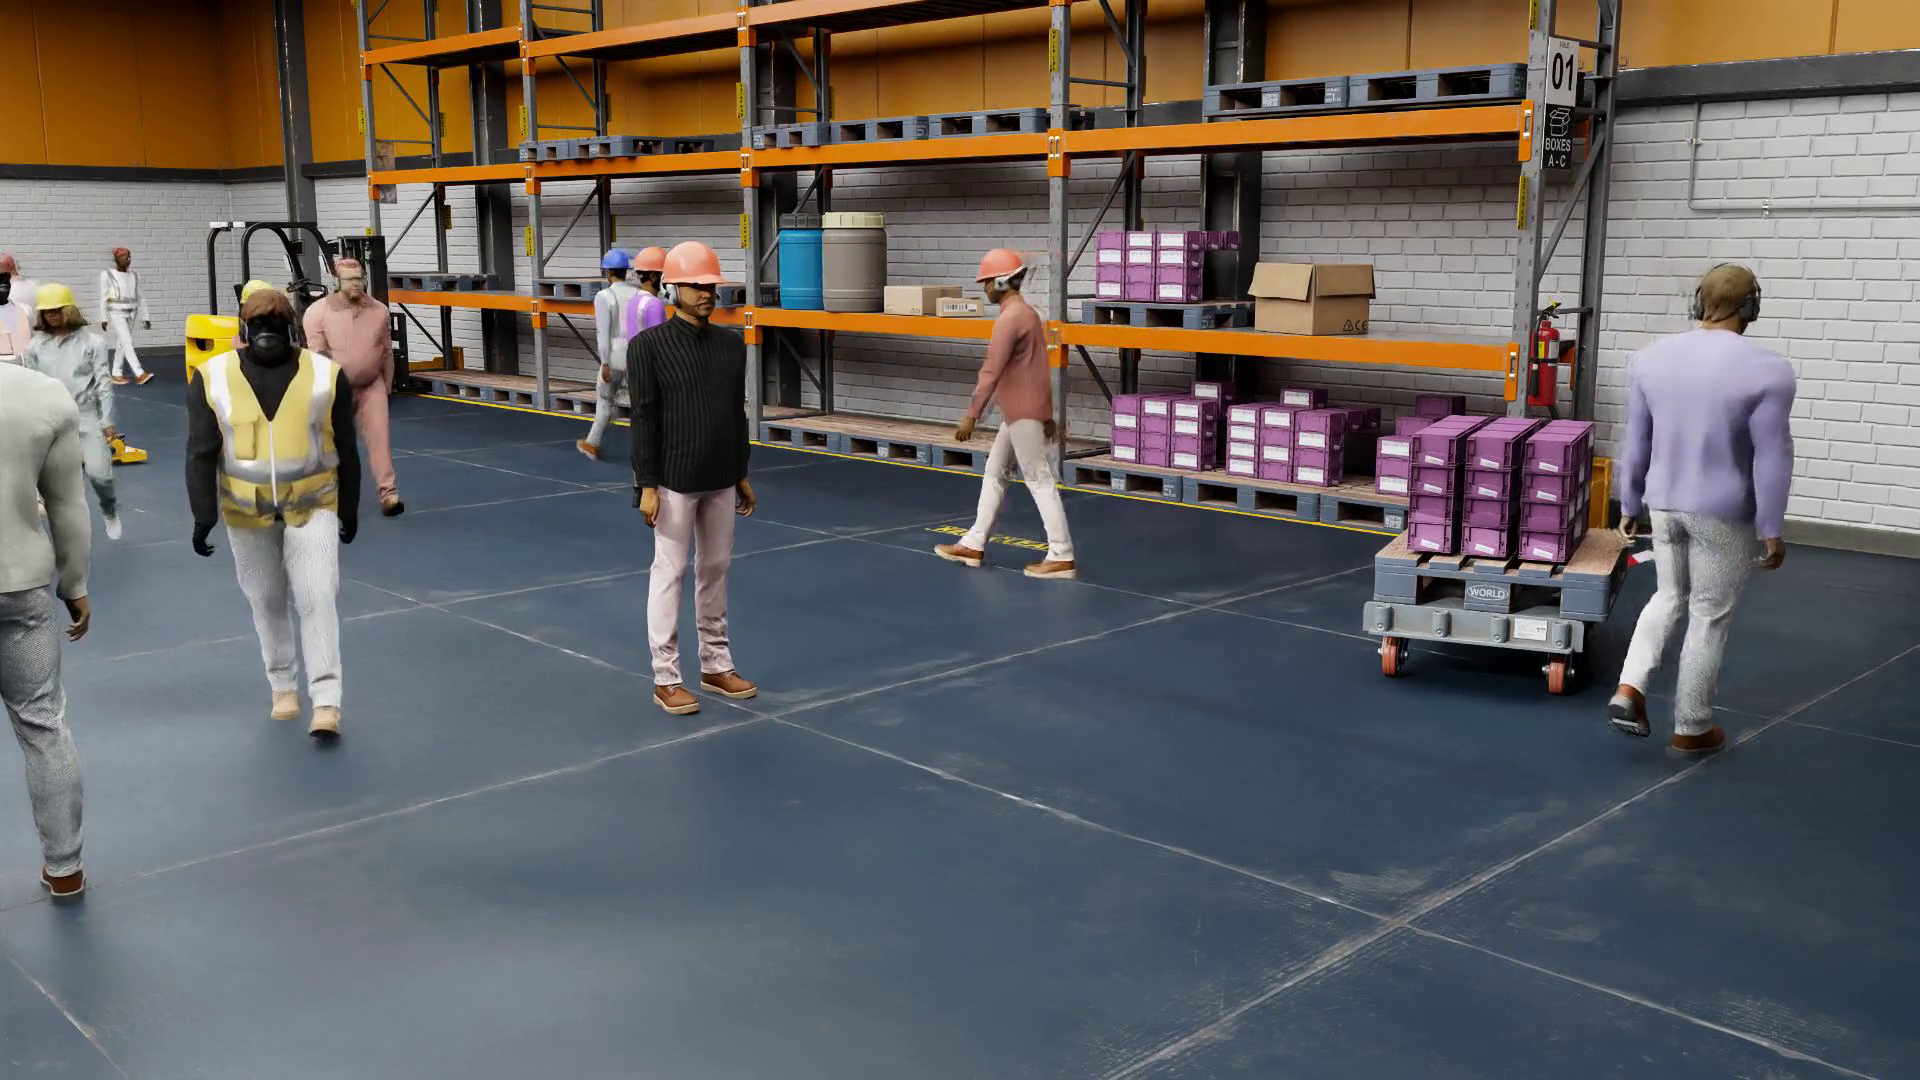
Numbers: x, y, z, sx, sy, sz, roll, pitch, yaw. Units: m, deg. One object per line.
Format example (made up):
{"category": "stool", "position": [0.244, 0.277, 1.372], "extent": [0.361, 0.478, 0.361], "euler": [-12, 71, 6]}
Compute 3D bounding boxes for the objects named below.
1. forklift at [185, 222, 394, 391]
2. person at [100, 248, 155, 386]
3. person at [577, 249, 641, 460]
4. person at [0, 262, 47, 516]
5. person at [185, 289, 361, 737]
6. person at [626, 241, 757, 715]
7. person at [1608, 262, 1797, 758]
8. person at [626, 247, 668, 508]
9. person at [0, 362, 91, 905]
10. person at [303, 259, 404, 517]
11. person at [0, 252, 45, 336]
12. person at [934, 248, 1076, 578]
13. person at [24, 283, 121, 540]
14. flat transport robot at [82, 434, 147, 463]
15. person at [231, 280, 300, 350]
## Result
{"category": "forklift", "position": [-8.169, -2.758, 20.163], "extent": [2.313, 2.155, 1.214], "euler": [-10, 14, -44]}
{"category": "person", "position": [-11.183, -2.998, 22.413], "extent": [0.987, 1.839, 0.597], "euler": [4, 11, 23]}
{"category": "person", "position": [-3.025, -1.620, 14.773], "extent": [1.018, 1.887, 0.634], "euler": [9, 14, 41]}
{"category": "person", "position": [-6.796, -1.055, 11.845], "extent": [0.429, 1.844, 0.627], "euler": [4, 11, 23]}
{"category": "person", "position": [-2.754, -0.094, 6.703], "extent": [0.639, 1.804, 0.903], "euler": [-3, 11, -17]}
{"category": "person", "position": [-1.136, -0.269, 7.134], "extent": [0.375, 1.995, 0.611], "euler": [9, 14, 41]}
{"category": "person", "position": [2.819, -0.091, 6.364], "extent": [0.496, 1.924, 0.651], "euler": [-7, 13, -34]}
{"category": "person", "position": [-2.253, -1.176, 12.236], "extent": [0.379, 1.938, 0.547], "euler": [-6, 12, -29]}
{"category": "person", "position": [-2.883, 0.172, 4.882], "extent": [0.361, 1.938, 0.635], "euler": [10, 15, 44]}
{"category": "person", "position": [-4.335, -1.079, 11.950], "extent": [0.641, 1.846, 1.009], "euler": [-7, 13, -35]}
{"category": "person", "position": [-8.785, -1.781, 15.738], "extent": [0.784, 1.869, 0.687], "euler": [0, 10, 0]}
{"category": "person", "position": [0.255, -0.740, 9.859], "extent": [1.004, 1.934, 0.614], "euler": [2, 11, 11]}
{"category": "person", "position": [-5.571, -0.750, 10.462], "extent": [0.499, 1.727, 0.574], "euler": [-2, 11, -13]}
{"category": "flat transport robot", "position": [-7.964, -0.758, 14.507], "extent": [1.431, 0.197, 0.652], "euler": [-10, 14, -44]}
{"category": "person", "position": [-4.655, -0.897, 11.311], "extent": [0.890, 1.739, 0.528], "euler": [8, 13, 37]}
